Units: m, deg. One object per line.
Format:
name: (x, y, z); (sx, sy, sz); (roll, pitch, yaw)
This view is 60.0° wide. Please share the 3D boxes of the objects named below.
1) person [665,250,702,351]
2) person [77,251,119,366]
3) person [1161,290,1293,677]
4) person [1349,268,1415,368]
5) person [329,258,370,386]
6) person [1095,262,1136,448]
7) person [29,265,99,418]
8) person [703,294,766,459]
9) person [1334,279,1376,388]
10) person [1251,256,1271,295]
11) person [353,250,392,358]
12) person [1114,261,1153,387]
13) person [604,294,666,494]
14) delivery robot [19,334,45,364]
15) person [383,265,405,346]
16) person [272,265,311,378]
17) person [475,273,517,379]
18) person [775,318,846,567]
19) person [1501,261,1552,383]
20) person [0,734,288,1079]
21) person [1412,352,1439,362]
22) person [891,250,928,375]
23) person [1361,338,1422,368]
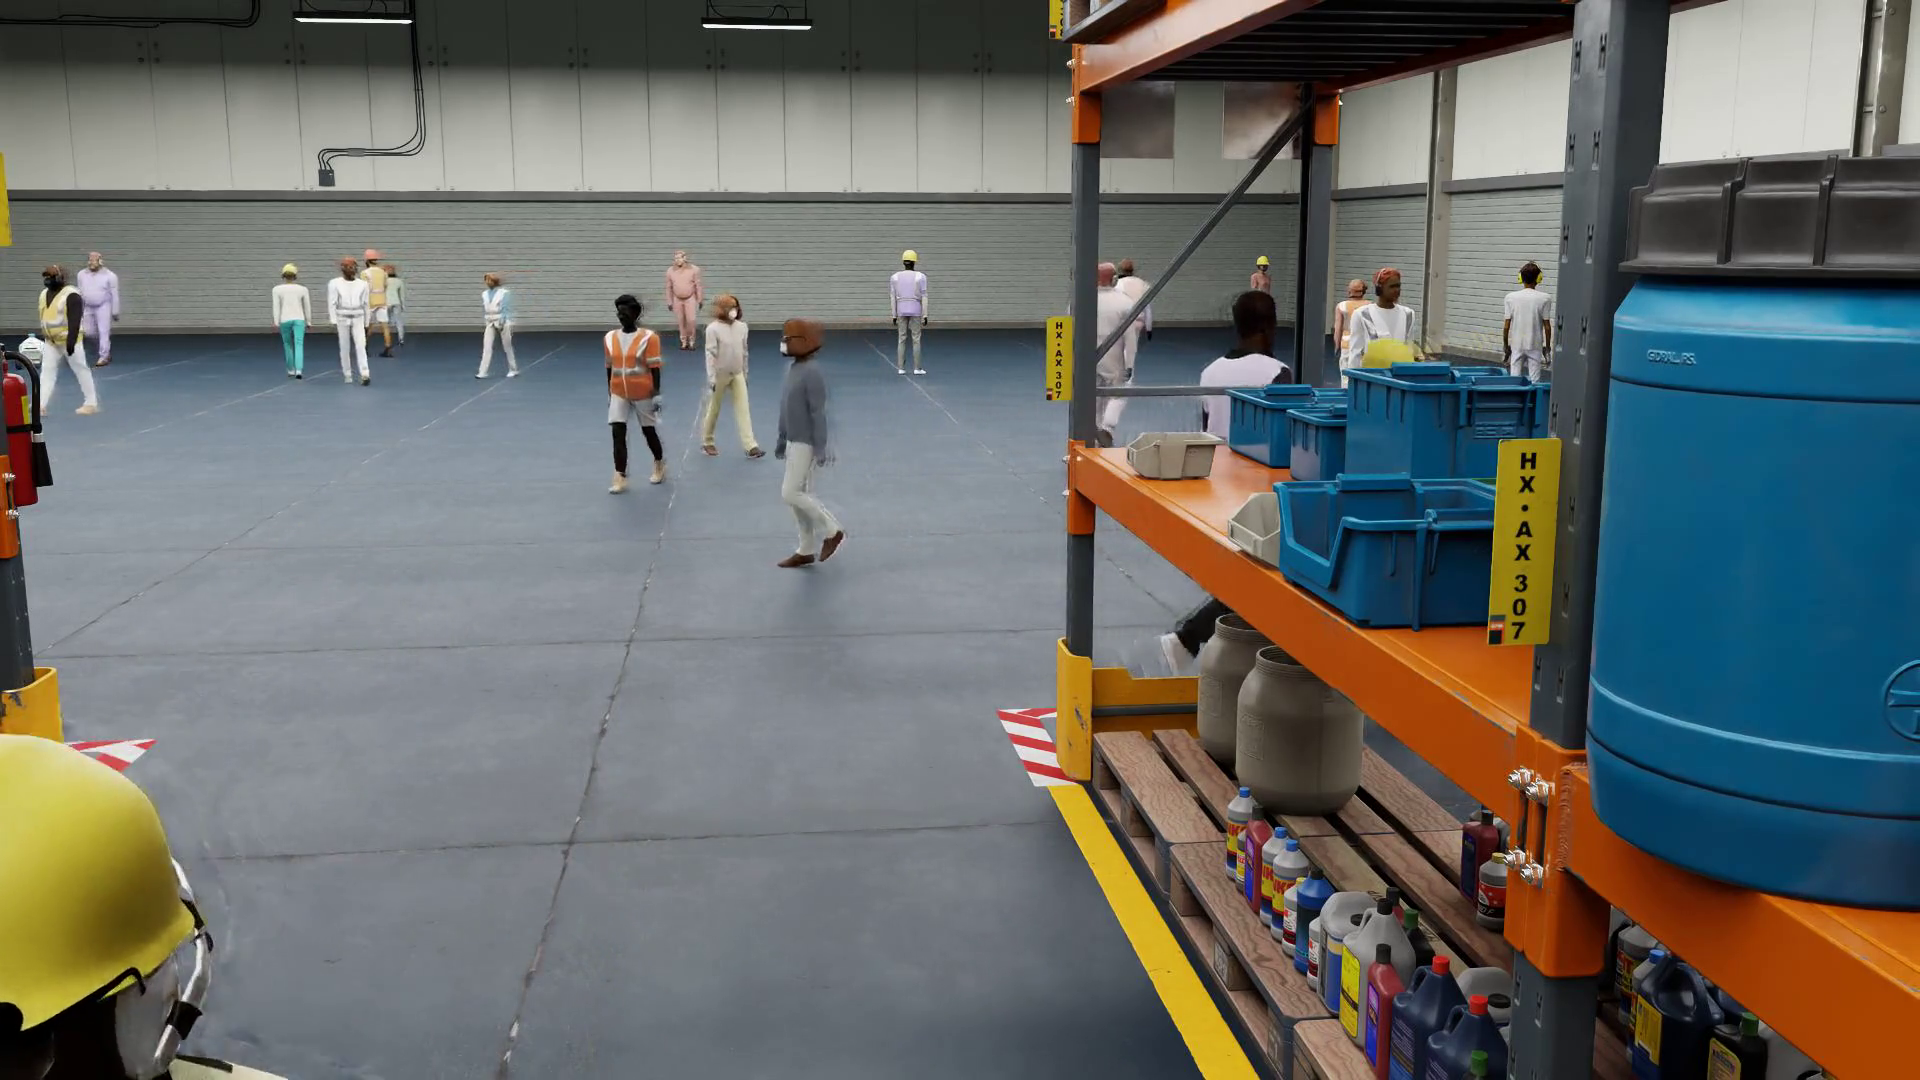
person: (-5.209, -4.503, 31.317); (0.664, 1.873, 0.623); (1, 10, 4)
person: (-14.314, -3.846, 27.665); (0.657, 1.891, 0.641); (0, 10, 1)
person: (1.261, -0.199, 7.674); (0.707, 1.891, 0.624); (-5, 11, -25)
person: (3.414, -1.251, 13.456); (0.586, 1.882, 0.343); (-3, 11, -17)
person: (-8.791, -3.140, 24.002); (0.584, 1.828, 1.016); (-5, 12, -28)
person: (1.372, -1.719, 16.020); (0.646, 1.892, 0.514); (4, 11, 20)
person: (-10.707, -2.351, 19.732); (0.654, 1.789, 0.945); (4, 11, 22)
person: (-2.233, -1.572, 16.041); (0.528, 1.583, 0.883); (-9, 14, -40)
person: (4.672, -2.254, 19.640); (0.515, 1.636, 0.315); (2, 11, 12)
person: (5.703, -4.478, 31.475); (0.528, 1.768, 0.313); (-9, 14, -41)
person: (-10.445, -4.191, 29.549); (0.991, 1.887, 0.569); (8, 13, 36)
person: (2.213, -2.864, 22.561); (0.727, 1.793, 0.878); (-4, 11, -21)
person: (-2.743, -1.253, 14.077); (0.533, 1.660, 0.831); (2, 11, 13)
delivery robot: (-15.017, -3.090, 26.933); (0.477, 0.478, 0.707); (-5, 11, -24)
person: (-11.138, -4.605, 32.651); (0.516, 1.591, 0.855); (-8, 13, -36)
person: (-10.117, -3.308, 25.214); (0.533, 1.715, 0.923); (-4, 11, -23)
person: (-7.010, -3.233, 25.128); (0.513, 1.594, 0.851); (4, 11, 19)
person: (-1.019, -0.615, 10.694); (0.388, 1.622, 0.506); (-4, 11, -22)
person: (6.002, -2.003, 17.612); (0.514, 1.876, 0.328); (6, 12, 29)
person: (-0.660, 0.998, 1.377); (0.602, 1.799, 0.902); (-1, 10, -4)
person: (2.051, -0.053, 7.632); (0.401, 1.613, 0.515); (8, 13, 36)
person: (-0.781, -3.519, 25.774); (0.587, 1.927, 0.367); (2, 11, 12)
person: (1.882, 0.000, 7.089); (0.938, 1.699, 0.539); (2, 10, 10)
